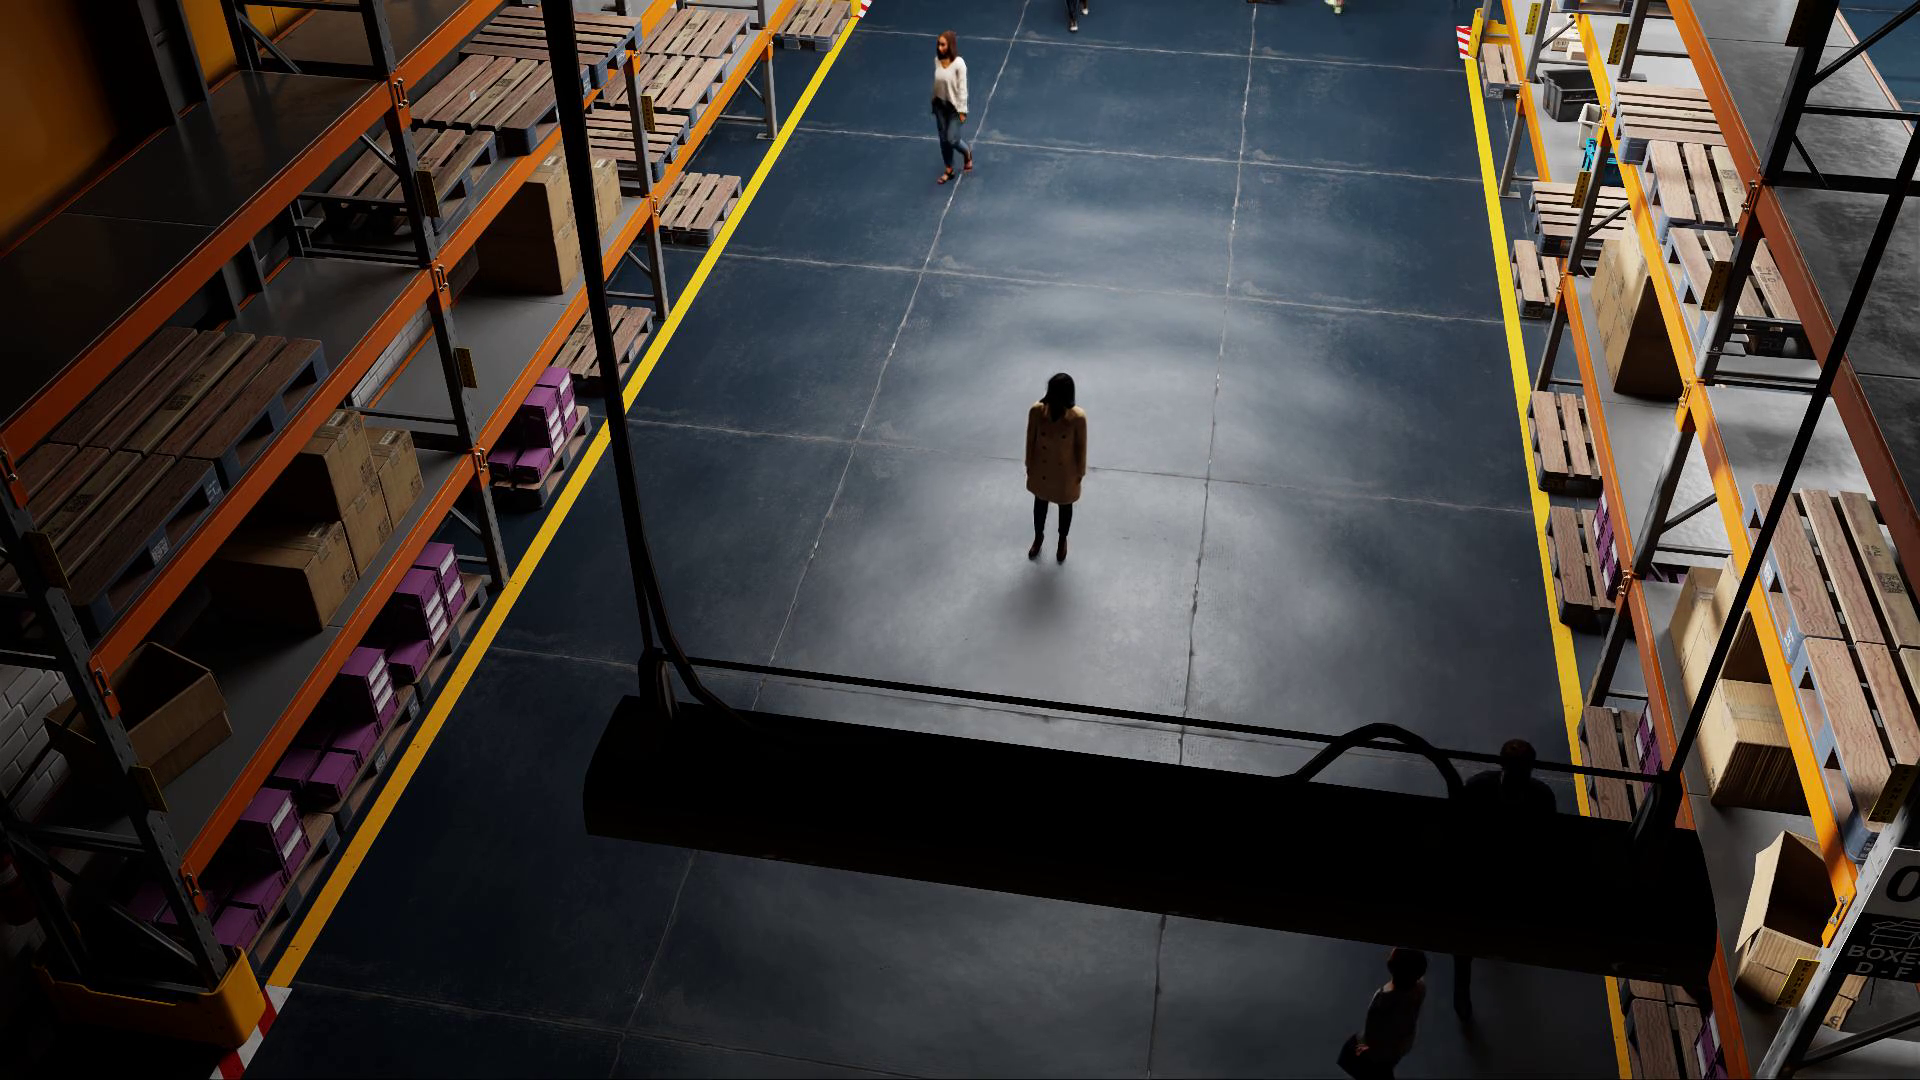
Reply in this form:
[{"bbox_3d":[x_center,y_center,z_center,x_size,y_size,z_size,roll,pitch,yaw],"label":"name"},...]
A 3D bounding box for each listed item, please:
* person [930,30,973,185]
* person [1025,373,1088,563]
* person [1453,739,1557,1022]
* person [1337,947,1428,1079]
[{"bbox_3d":[-0.044,-4.593,17.616,0.788,1.668,0.844,30,47,32],"label":"person"},{"bbox_3d":[0.723,-0.558,12.553,0.661,1.680,0.580,12,40,15],"label":"person"},{"bbox_3d":[3.056,1.762,9.508,0.693,1.856,1.193,6,39,7],"label":"person"},{"bbox_3d":[2.296,2.625,8.757,0.757,1.445,0.818,-22,44,-25],"label":"person"}]
